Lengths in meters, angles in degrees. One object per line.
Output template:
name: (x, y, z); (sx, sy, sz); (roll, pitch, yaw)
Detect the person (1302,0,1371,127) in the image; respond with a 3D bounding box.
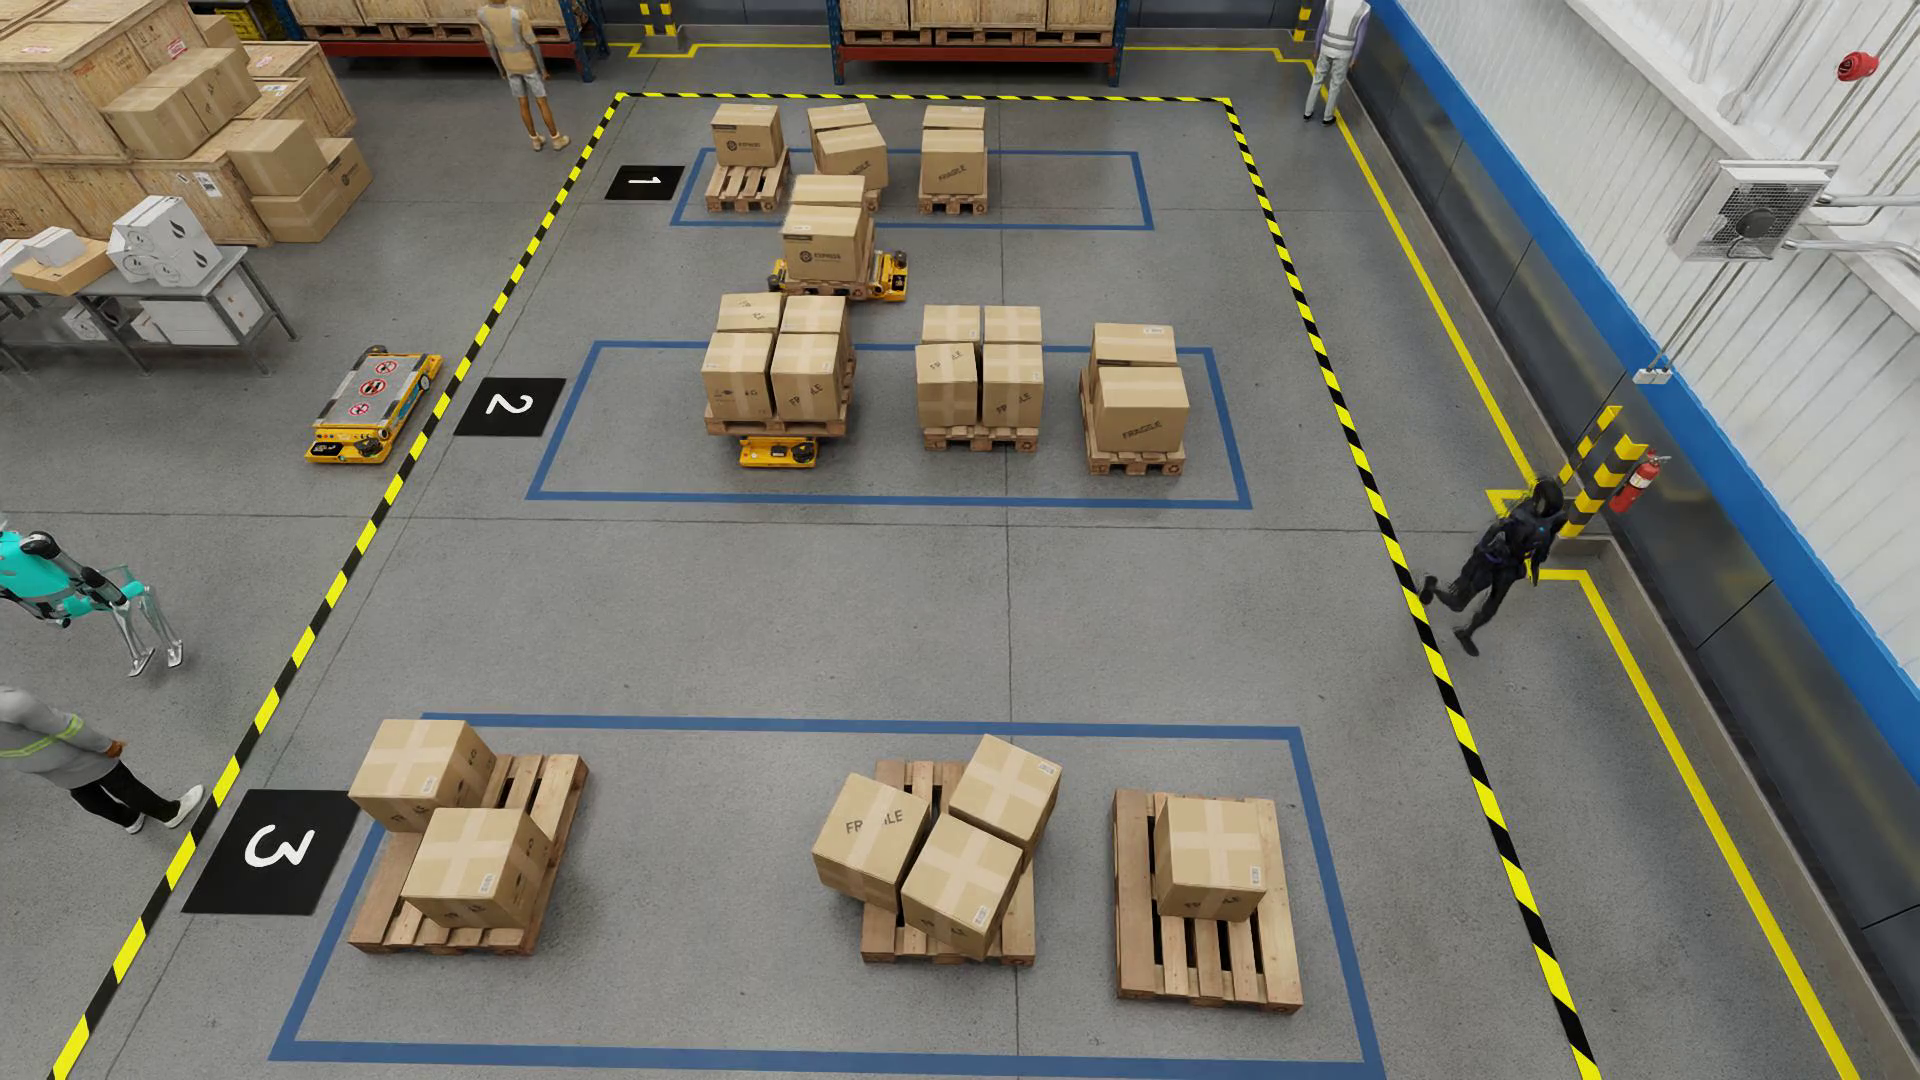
person: (4.769, -6.204, 11.591); (0.589, 1.833, 0.404); (30, 56, 23)

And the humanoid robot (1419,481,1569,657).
humanoid robot: (3.717, 0.123, 6.350); (0.608, 1.643, 0.554); (-7, 50, -6)

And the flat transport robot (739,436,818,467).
flat transport robot: (-1.582, -1.235, 8.394); (0.652, 0.197, 1.431); (1, 50, 1)

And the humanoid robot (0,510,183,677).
humanoid robot: (-5.829, 0.263, 6.097); (0.533, 1.673, 0.735); (-12, 51, -10)

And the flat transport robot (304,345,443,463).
flat transport robot: (-5.383, -1.269, 8.441); (0.659, 0.231, 1.431); (1, 50, 1)

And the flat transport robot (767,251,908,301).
flat transport robot: (-1.284, -2.821, 9.735); (1.431, 0.197, 0.652); (1, 50, 1)

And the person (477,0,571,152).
person: (-5.298, -5.737, 11.065); (0.607, 2.036, 0.398); (2, 50, 2)

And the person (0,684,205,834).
person: (-5.241, 1.187, 5.328); (0.587, 1.848, 0.395); (-4, 50, -3)
